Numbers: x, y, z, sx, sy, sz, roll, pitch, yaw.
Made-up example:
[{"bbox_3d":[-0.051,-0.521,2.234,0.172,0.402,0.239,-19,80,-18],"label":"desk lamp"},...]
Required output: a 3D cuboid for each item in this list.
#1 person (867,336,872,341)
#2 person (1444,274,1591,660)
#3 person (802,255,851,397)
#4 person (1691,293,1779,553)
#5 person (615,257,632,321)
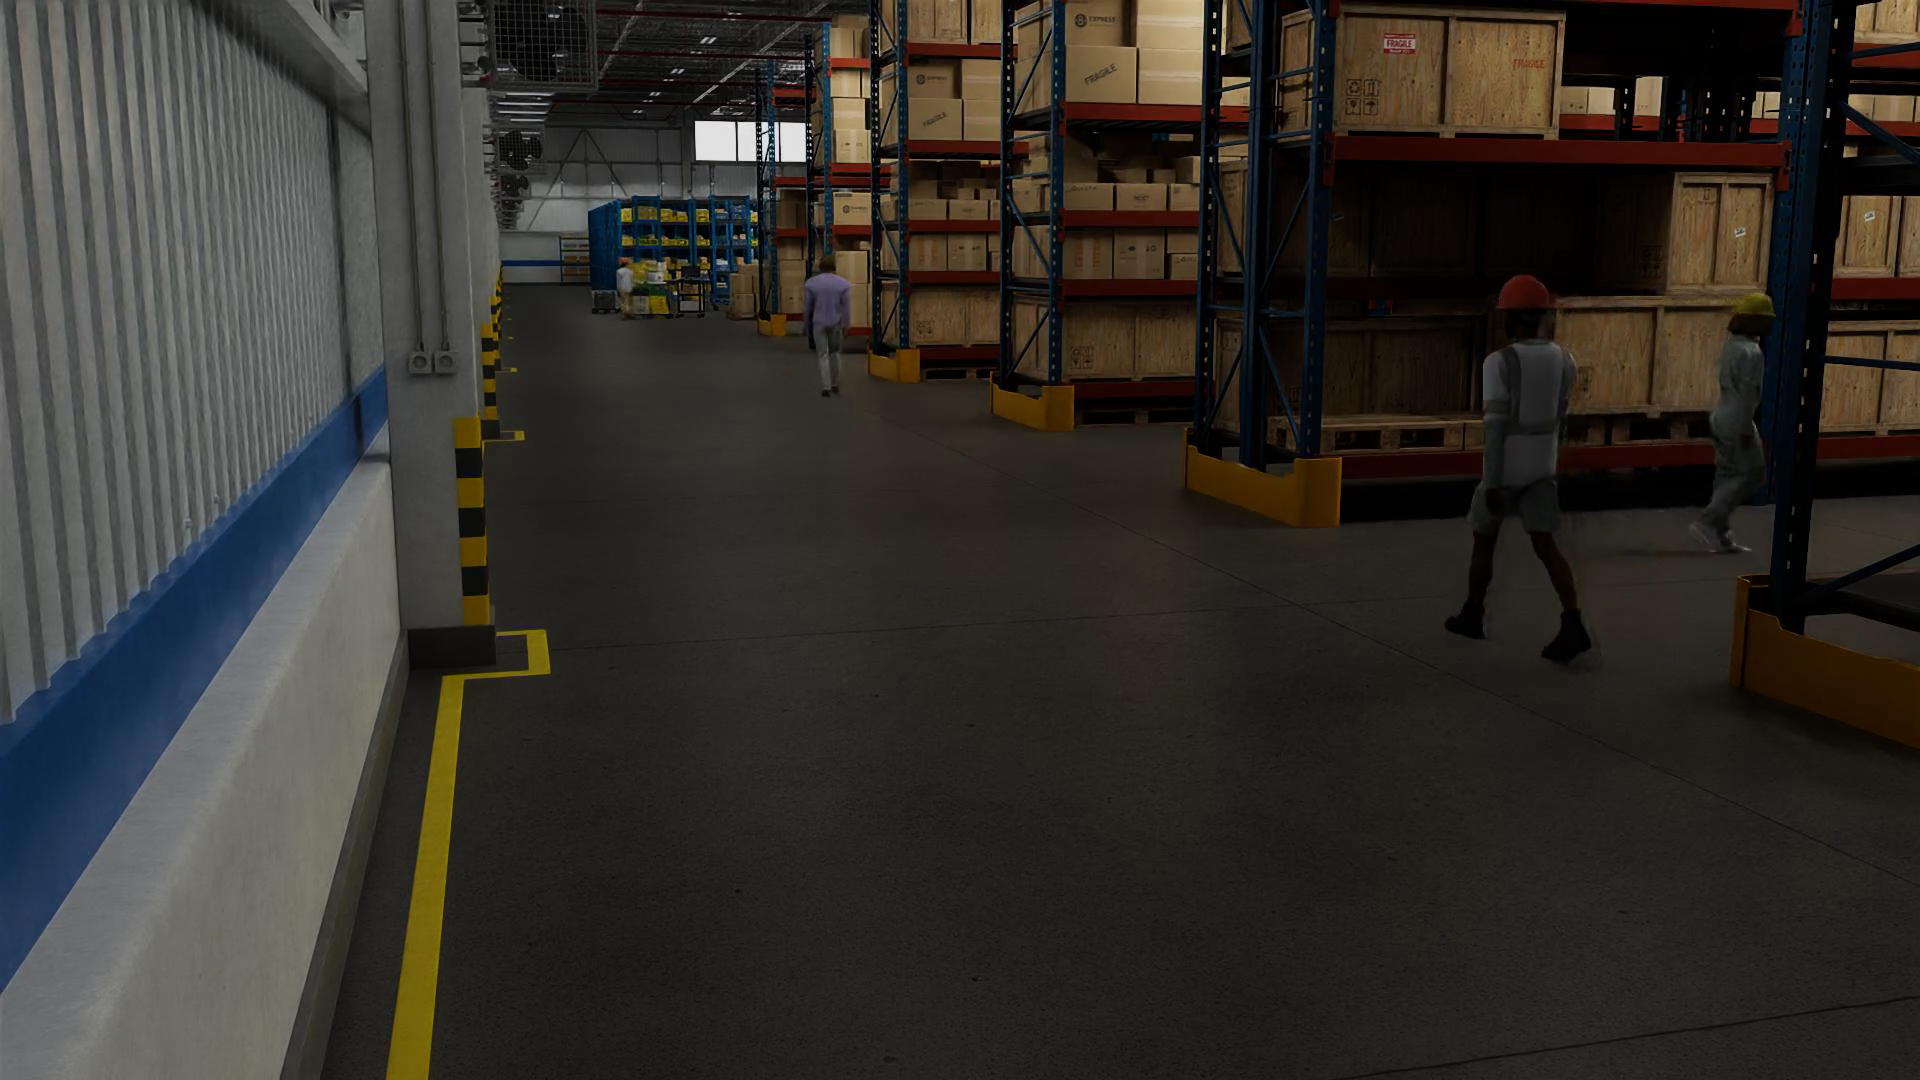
[{"bbox_3d":[-1.535,-4.863,34.523,0.842,1.598,0.515,-6,12,-32],"label":"person"},{"bbox_3d":[2.817,-0.365,8.256,0.558,1.900,0.985,-3,11,-18],"label":"person"},{"bbox_3d":[-1.829,-2.914,22.648,0.651,1.892,0.969,-2,10,-12],"label":"person"},{"bbox_3d":[5.085,-0.749,10.879,0.417,1.723,0.488,0,10,1],"label":"person"},{"bbox_3d":[-9.147,-6.820,45.217,0.409,1.738,0.569,8,13,39],"label":"person"}]
